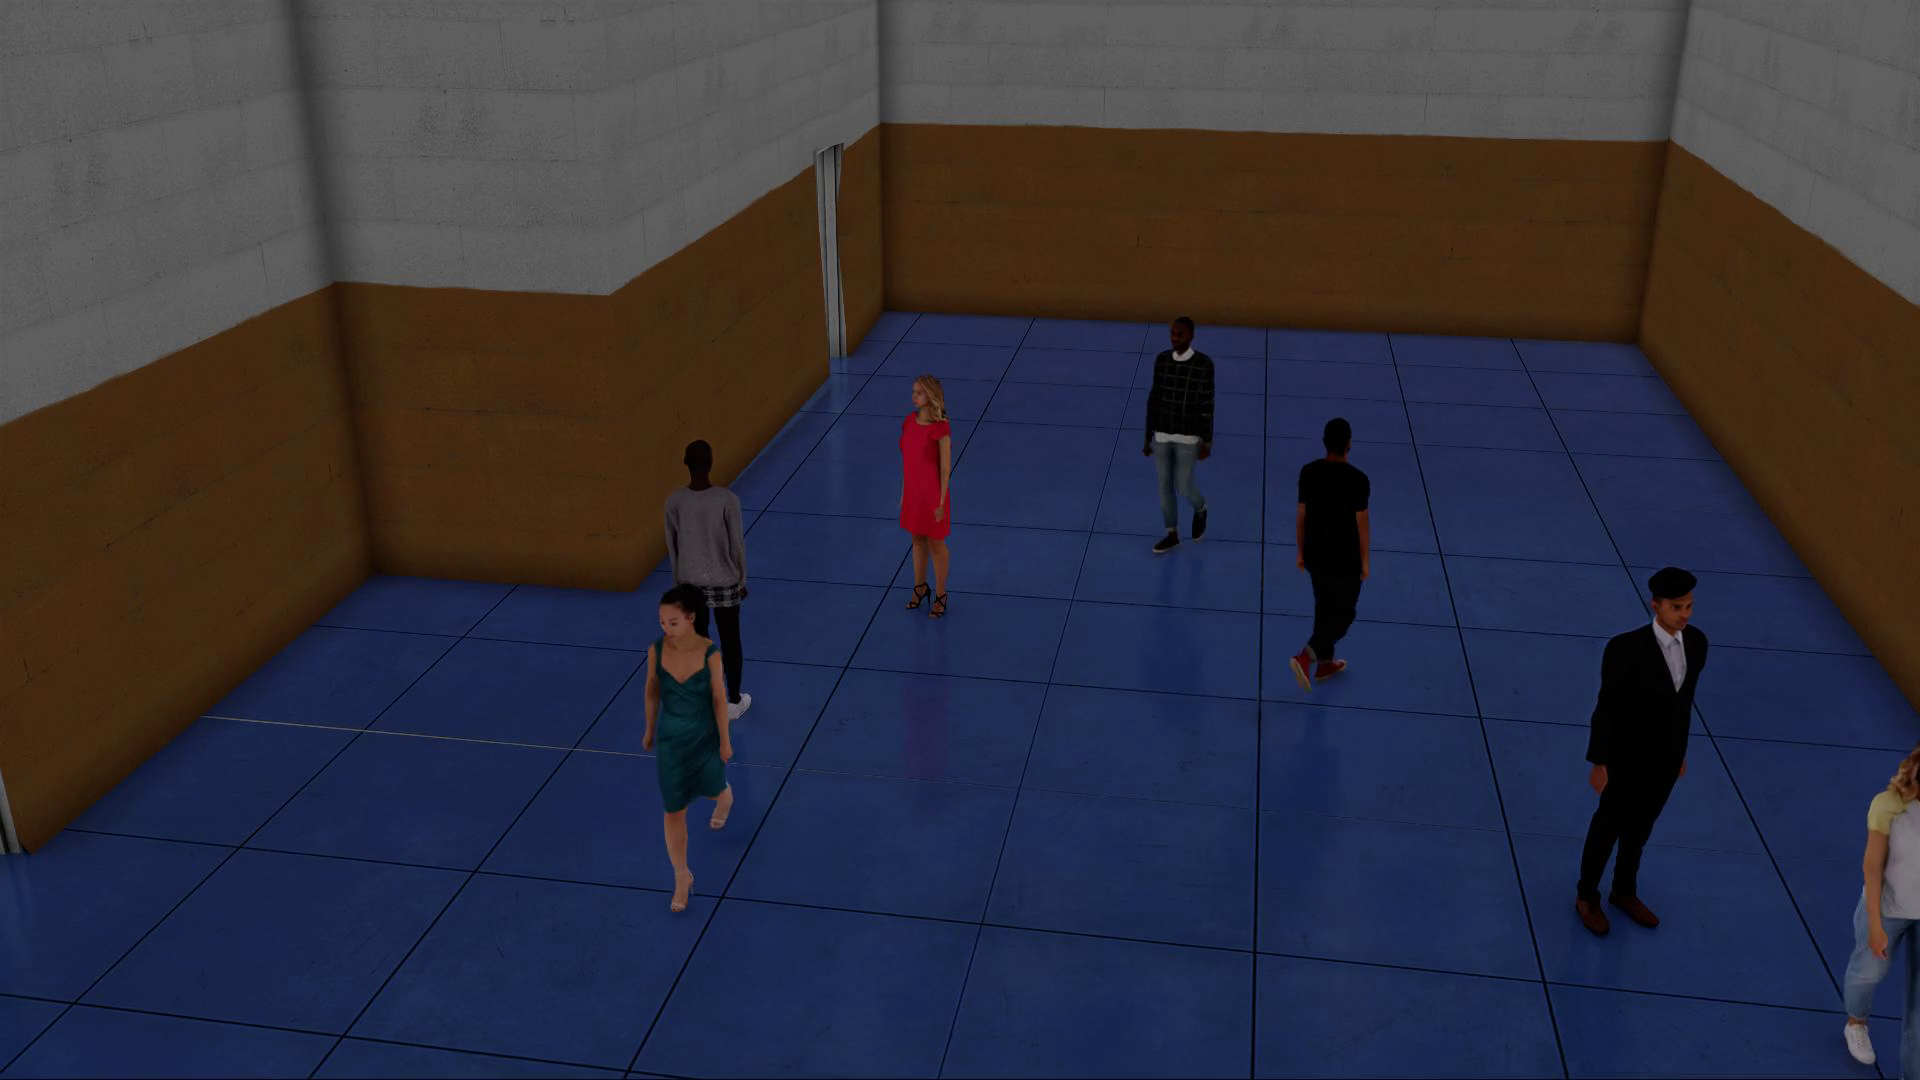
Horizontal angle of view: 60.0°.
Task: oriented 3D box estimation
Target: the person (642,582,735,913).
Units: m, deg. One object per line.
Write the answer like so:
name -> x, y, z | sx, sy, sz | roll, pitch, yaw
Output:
person -> -1.304, 0.967, 8.275 | 0.982, 1.658, 0.712 | 3, 22, 7

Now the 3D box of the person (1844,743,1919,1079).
person -> 3.855, 1.507, 6.886 | 1.004, 1.675, 0.710 | 3, 22, 7

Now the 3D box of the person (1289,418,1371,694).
person -> 2.249, 0.132, 10.242 | 1.002, 1.739, 0.988 | -20, 29, -40

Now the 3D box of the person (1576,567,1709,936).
person -> 3.251, 0.988, 7.923 | 0.668, 1.881, 0.831 | -6, 23, -16

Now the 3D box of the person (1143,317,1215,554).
person -> 1.686, -0.807, 12.488 | 0.862, 1.809, 0.911 | 15, 27, 33

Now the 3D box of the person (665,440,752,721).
person -> -1.501, 0.244, 9.922 | 0.512, 1.771, 0.703 | 1, 22, 2

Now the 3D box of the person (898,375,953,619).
person -> -0.218, -0.311, 11.360 | 0.728, 1.728, 0.645 | -20, 29, -40
